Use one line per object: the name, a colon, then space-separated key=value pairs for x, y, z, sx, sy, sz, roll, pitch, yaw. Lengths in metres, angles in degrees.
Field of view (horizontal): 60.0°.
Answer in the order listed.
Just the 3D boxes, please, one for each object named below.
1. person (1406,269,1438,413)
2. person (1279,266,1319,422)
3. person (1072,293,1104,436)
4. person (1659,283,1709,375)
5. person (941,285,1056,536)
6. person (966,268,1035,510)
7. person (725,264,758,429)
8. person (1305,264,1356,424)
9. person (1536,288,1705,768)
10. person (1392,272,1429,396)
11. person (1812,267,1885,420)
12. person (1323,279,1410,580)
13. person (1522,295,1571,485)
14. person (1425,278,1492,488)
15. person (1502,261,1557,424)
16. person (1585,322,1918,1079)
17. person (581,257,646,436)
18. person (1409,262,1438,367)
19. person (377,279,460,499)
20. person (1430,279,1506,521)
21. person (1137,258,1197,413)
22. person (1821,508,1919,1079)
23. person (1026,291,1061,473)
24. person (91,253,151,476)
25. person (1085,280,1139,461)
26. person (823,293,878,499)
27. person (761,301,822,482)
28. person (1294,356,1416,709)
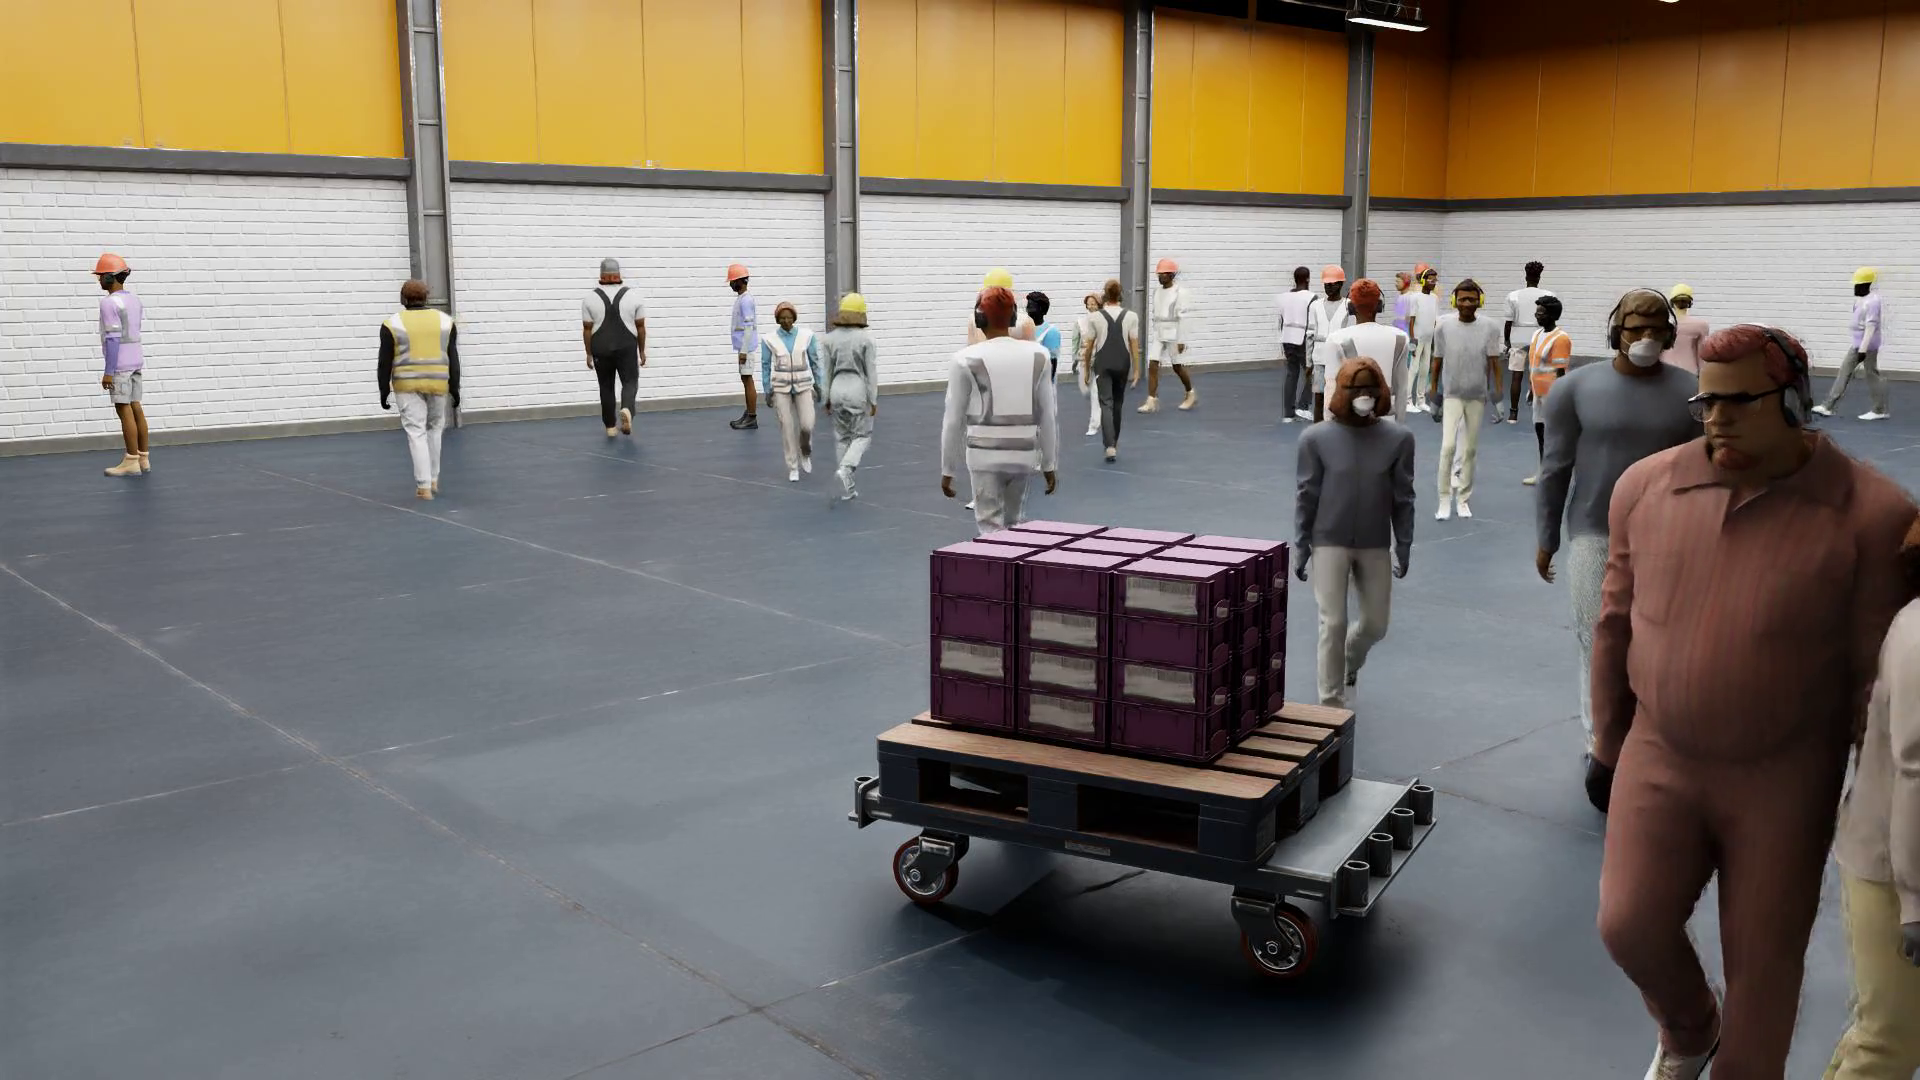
person: x=6.005 y=-2.576 z=21.566 sx=0.506 sy=1.861 sz=0.329 roll=-7 pitch=12 yaw=-35
person: x=4.175 y=-2.380 z=20.292 sx=0.551 sy=1.894 sz=0.612 roll=-7 pitch=12 yaw=-35
person: x=1.546 y=-2.018 z=19.011 sx=0.524 sy=1.618 sz=0.703 roll=4 pitch=11 yaw=24
person: x=6.808 y=-1.545 z=15.796 sx=0.523 sy=1.766 sz=0.315 roll=3 pitch=10 yaw=15
person: x=0.180 y=-0.404 z=8.811 sx=0.615 sy=1.863 sz=0.526 roll=-4 pitch=11 yaw=-24
person: x=0.306 y=-1.188 z=13.224 sx=0.589 sy=1.927 sz=0.366 roll=4 pitch=11 yaw=23
person: x=-2.554 y=-2.257 z=19.486 sx=0.375 sy=1.927 sz=0.543 roll=-2 pitch=10 yaw=-10
person: x=3.752 y=-1.809 z=16.828 sx=0.551 sy=1.936 sz=0.357 roll=6 pitch=11 yaw=30
person: x=2.488 y=0.030 z=6.168 sx=0.641 sy=1.891 sz=1.007 roll=2 pitch=10 yaw=10
person: x=6.362 y=-2.913 z=23.686 sx=0.902 sy=1.810 sz=0.579 roll=-1 pitch=10 yaw=-7
person: x=11.022 y=-2.401 z=20.475 sx=0.973 sy=1.872 sz=0.608 roll=1 pitch=10 yaw=5
person: x=2.525 y=-0.687 z=10.428 sx=0.575 sy=1.882 sz=0.360 roll=-3 pitch=10 yaw=-14
person: x=5.122 y=-1.280 z=14.479 sx=0.325 sy=1.689 sz=0.537 roll=-1 pitch=10 yaw=-6
person: x=4.461 y=-1.405 z=14.781 sx=0.526 sy=1.840 sz=0.867 roll=7 pitch=12 yaw=36
person: x=6.873 y=-2.378 z=20.078 sx=0.613 sy=1.964 sz=0.361 roll=4 pitch=10 yaw=21
person: x=1.651 y=0.485 z=3.544 sx=0.664 sy=1.882 sz=0.439 roll=8 pitch=13 yaw=40
person: x=-3.849 y=-2.146 z=18.503 sx=0.691 sy=2.000 sz=0.756 roll=-2 pitch=10 yaw=-9
person: x=7.851 y=-3.770 z=28.400 sx=0.543 sy=1.913 sz=0.558 roll=-9 pitch=13 yaw=-42
person: x=-4.590 y=-1.270 z=14.011 sx=0.654 sy=1.819 sz=0.756 roll=-7 pitch=12 yaw=-34
person: x=3.884 y=-1.050 z=12.704 sx=0.542 sy=1.838 sz=0.760 roll=2 pitch=10 yaw=11
person: x=2.734 y=-2.659 z=21.629 sx=1.008 sy=2.002 sz=0.619 roll=-8 pitch=13 yaw=-40
person: x=1.881 y=0.670 z=3.278 sx=0.335 sy=1.617 sz=0.564 roll=7 pitch=12 yaw=35
person: x=0.723 y=-1.479 z=15.604 sx=0.318 sy=1.696 sz=0.532 roll=-7 pitch=12 yaw=-37
person: x=-7.757 y=-1.611 z=15.363 sx=0.370 sy=2.044 sz=0.608 roll=-1 pitch=10 yaw=-4
person: x=1.524 y=-1.695 z=16.623 sx=0.511 sy=1.790 sz=0.997 roll=-1 pitch=10 yaw=-3
person: x=-0.930 y=-1.165 z=13.684 sx=0.495 sy=1.726 sz=0.537 roll=4 pitch=10 yaw=20
person: x=-1.515 y=-1.340 z=14.979 sx=0.550 sy=1.623 sz=0.398 roll=-2 pitch=10 yaw=-9
person: x=1.647 y=0.024 z=7.041 sx=0.506 sy=1.617 sz=0.571 roll=0 pitch=10 yaw=0
